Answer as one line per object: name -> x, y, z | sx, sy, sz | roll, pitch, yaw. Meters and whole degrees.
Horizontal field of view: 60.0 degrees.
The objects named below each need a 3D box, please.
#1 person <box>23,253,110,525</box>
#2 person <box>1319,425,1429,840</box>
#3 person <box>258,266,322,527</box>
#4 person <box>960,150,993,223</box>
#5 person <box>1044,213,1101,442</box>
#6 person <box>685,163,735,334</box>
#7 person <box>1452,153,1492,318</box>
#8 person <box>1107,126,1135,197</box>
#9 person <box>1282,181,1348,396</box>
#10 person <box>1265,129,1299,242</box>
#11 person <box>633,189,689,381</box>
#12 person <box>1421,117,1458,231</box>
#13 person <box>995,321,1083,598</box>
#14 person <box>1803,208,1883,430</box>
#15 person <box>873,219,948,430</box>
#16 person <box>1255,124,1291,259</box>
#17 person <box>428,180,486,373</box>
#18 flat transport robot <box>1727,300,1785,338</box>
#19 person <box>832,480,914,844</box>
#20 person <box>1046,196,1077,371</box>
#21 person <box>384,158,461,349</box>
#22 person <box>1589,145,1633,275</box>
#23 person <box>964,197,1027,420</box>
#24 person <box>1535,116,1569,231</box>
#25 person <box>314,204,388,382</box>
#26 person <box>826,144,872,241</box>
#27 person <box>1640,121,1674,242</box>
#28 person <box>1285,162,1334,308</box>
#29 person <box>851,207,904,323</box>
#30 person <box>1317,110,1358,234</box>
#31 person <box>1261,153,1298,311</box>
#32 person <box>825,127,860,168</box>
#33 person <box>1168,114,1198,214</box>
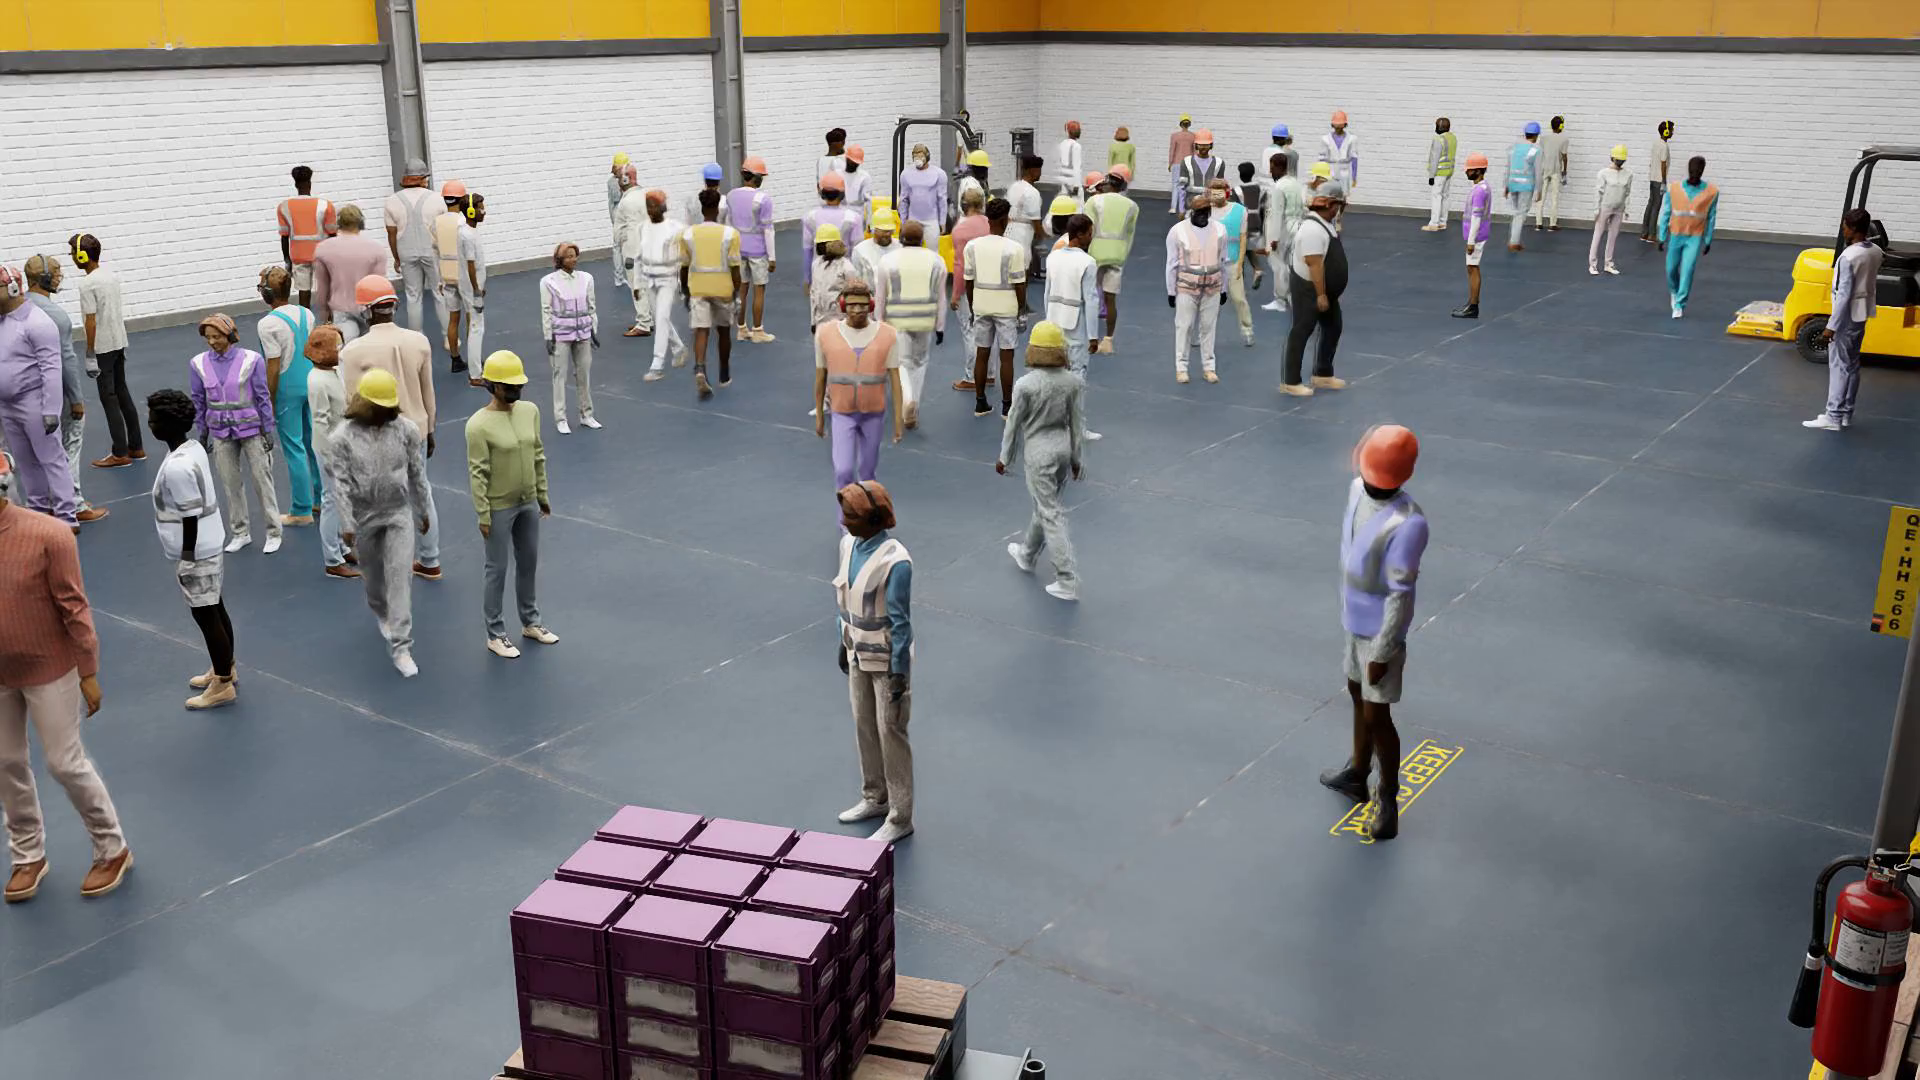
person -> -6.381, -1.049, 11.726 | 0.637, 1.930, 0.373 | 12, 22, 34
person -> 1.801, 0.360, 7.398 | 0.374, 1.890, 0.695 | -3, 18, -10
person -> -4.715, -1.007, 11.724 | 0.345, 1.847, 0.504 | 5, 19, 16
person -> 0.261, -3.776, 20.279 | 0.560, 1.910, 0.614 | -2, 18, -5
person -> 0.937, -1.785, 14.047 | 0.379, 1.912, 0.591 | -13, 22, -35
person -> -2.790, -3.242, 18.612 | 0.608, 1.915, 0.889 | 2, 18, 6
person -> 6.070, -3.602, 19.705 | 0.388, 1.930, 0.544 | 6, 19, 18
person -> 2.789, -6.295, 28.623 | 0.512, 1.616, 0.582 | -7, 19, -20
person -> 3.415, -2.365, 15.654 | 0.680, 2.000, 0.770 | 9, 20, 25
person -> 5.053, -5.537, 26.074 | 0.646, 1.730, 0.413 | -13, 22, -35
person -> -2.974, -2.577, 16.629 | 0.584, 1.851, 0.918 | 9, 20, 27
person -> 7.932, -6.038, 27.481 | 0.430, 1.836, 0.626 | 16, 24, 41
person -> 0.505, -0.527, 10.454 | 0.502, 1.695, 0.880 | -11, 21, -32
person -> 7.700, -1.903, 14.415 | 0.587, 1.913, 0.390 | -15, 23, -38
person -> -0.412, -1.852, 14.421 | 0.659, 1.816, 0.767 | -5, 18, -14
person -> 4.605, -5.108, 24.405 | 0.426, 1.938, 0.624 | -6, 19, -18
person -> -4.998, -2.624, 16.651 | 0.550, 1.925, 0.390 | 7, 19, 20
flat transport robot -> 9.314, -2.539, 19.058 | 0.652, 0.197, 1.431 | 12, 22, 34
person -> -0.370, 0.523, 7.281 | 0.322, 1.630, 0.528 | -12, 21, -32
person -> 0.954, -2.185, 15.276 | 0.381, 1.924, 0.593 | 6, 19, 19
person -> -5.752, -3.064, 17.839 | 0.681, 2.000, 0.536 | -1, 18, -4
person -> 8.989, -4.541, 22.916 | 0.526, 1.760, 0.337 | -3, 18, -9
person -> 0.327, -2.052, 14.795 | 0.607, 1.966, 0.367 | 9, 20, 27
person -> 9.761, -6.043, 27.443 | 0.533, 1.864, 0.311 | 15, 23, 39
person -> -5.414, -2.045, 14.907 | 0.644, 1.897, 1.010 | -4, 18, -11
person -> -1.451, -4.155, 21.489 | 0.634, 1.897, 0.591 | 0, 18, -1
person -> 10.998, -5.630, 26.150 | 0.329, 1.867, 0.509 | 0, 18, -1
person -> 4.267, -3.680, 20.177 | 0.681, 1.780, 0.791 | -6, 19, -18
person -> -0.705, -2.157, 15.364 | 0.601, 1.821, 0.403 | -7, 19, -20
person -> 6.015, -5.826, 26.520 | 0.660, 2.018, 0.571 | 3, 18, 8
person -> 3.909, -3.721, 20.131 | 0.456, 1.893, 0.627 | 8, 19, 24
person -> -1.686, -4.837, 23.528 | 0.606, 1.962, 0.371 | 11, 21, 30
person -> 3.996, -6.725, 29.763 | 0.531, 1.754, 0.342 | -2, 18, -6
